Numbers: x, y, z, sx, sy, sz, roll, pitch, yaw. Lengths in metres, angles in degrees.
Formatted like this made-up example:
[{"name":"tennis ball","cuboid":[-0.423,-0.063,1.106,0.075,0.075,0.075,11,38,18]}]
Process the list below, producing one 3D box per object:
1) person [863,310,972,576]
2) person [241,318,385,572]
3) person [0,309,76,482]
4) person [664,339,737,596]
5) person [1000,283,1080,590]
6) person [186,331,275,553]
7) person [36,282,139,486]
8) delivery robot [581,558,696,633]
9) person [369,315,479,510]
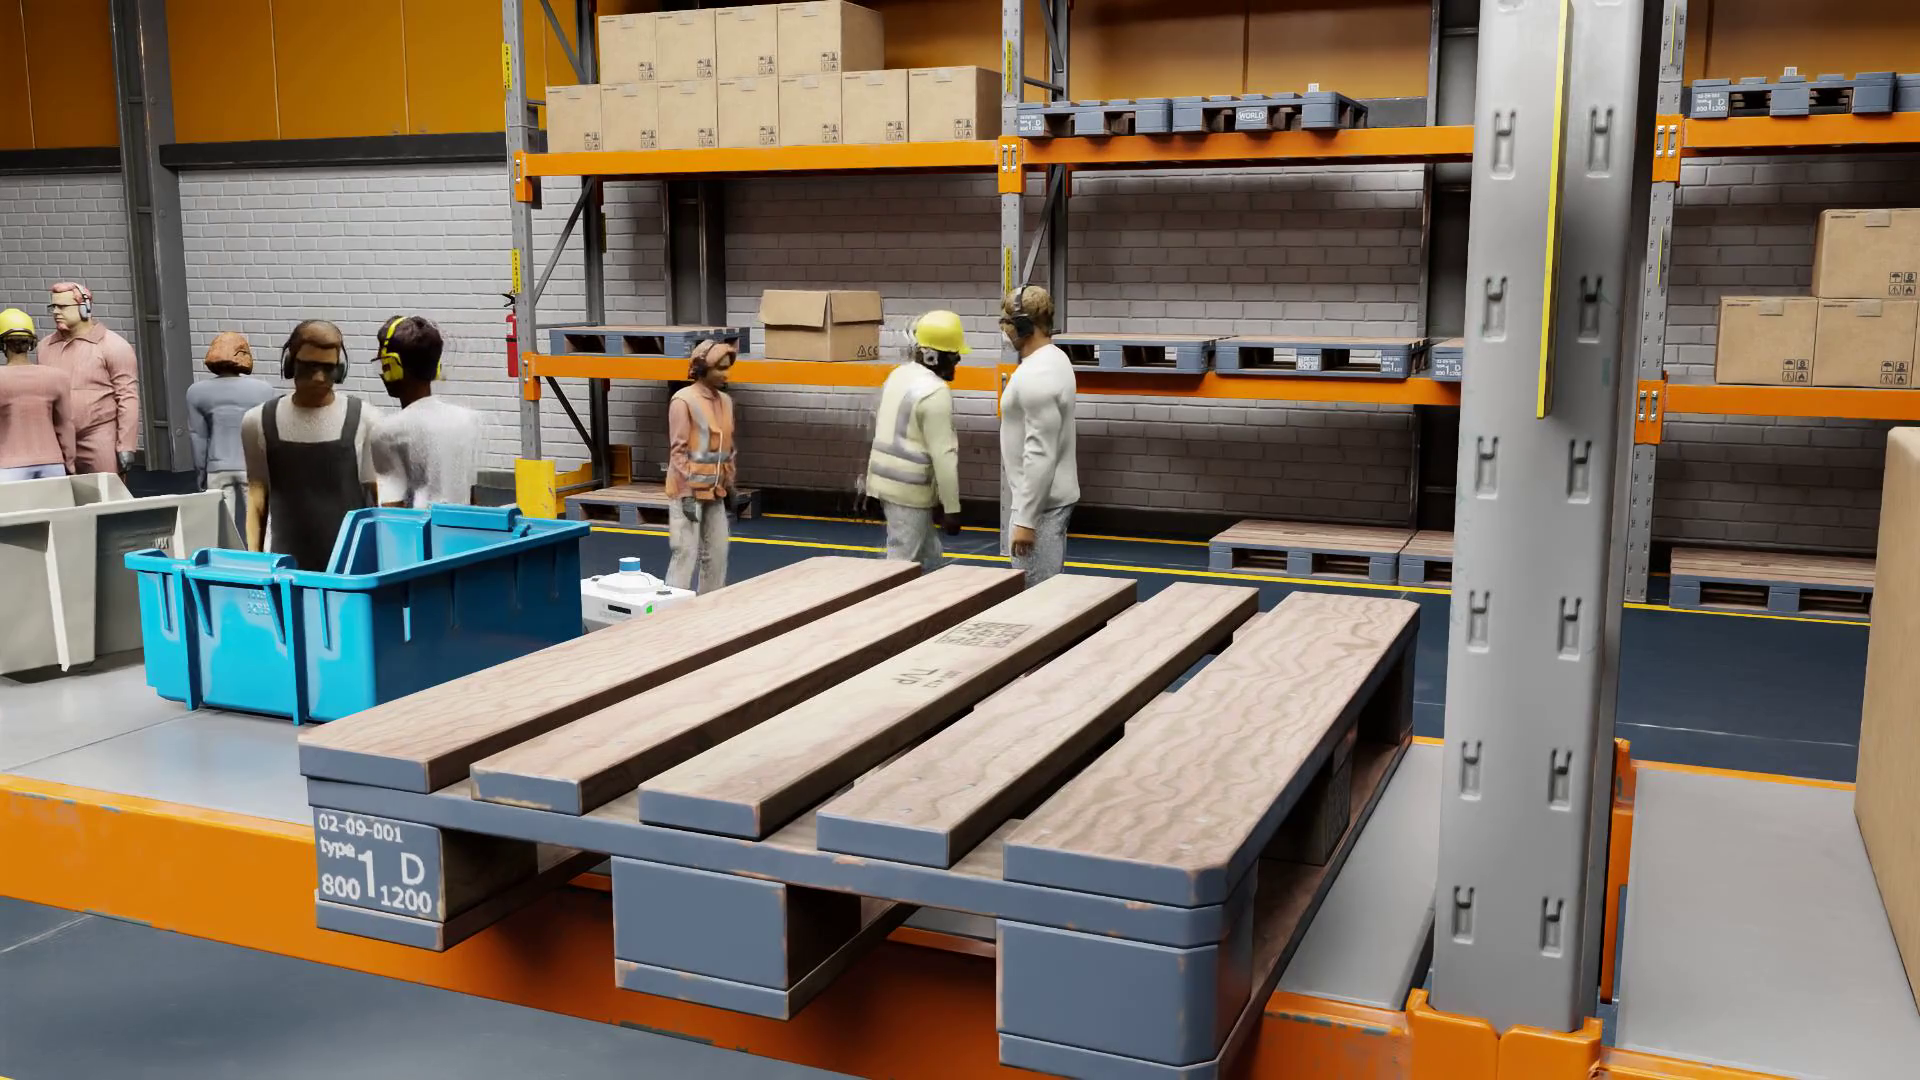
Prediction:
[{"name":"person","cuboid":[-0.225,-0.229,8.192,0.667,1.787,0.611,-3,10,-20]},{"name":"person","cuboid":[-2.280,0.124,5.961,0.522,1.823,0.449,-2,10,-12]},{"name":"person","cuboid":[-5.238,-0.407,9.331,0.319,1.767,0.534,7,12,38]},{"name":"person","cuboid":[-1.355,-0.224,8.636,0.407,1.629,0.565,4,10,23]},{"name":"person","cuboid":[0.328,-0.130,7.172,0.371,1.935,0.627,1,10,9]},{"name":"person","cuboid":[-4.139,-0.377,9.547,0.497,1.633,0.279,-1,10,-6]},{"name":"person","cuboid":[-5.204,-0.567,9.872,0.653,1.906,0.408,2,10,12]},{"name":"delivery robot","cuboid":[-1.630,0.331,8.250,0.707,0.478,0.477,8,13,40]},{"name":"person","cuboid":[-1.820,0.157,5.723,0.746,1.849,0.527,4,10,21]}]
